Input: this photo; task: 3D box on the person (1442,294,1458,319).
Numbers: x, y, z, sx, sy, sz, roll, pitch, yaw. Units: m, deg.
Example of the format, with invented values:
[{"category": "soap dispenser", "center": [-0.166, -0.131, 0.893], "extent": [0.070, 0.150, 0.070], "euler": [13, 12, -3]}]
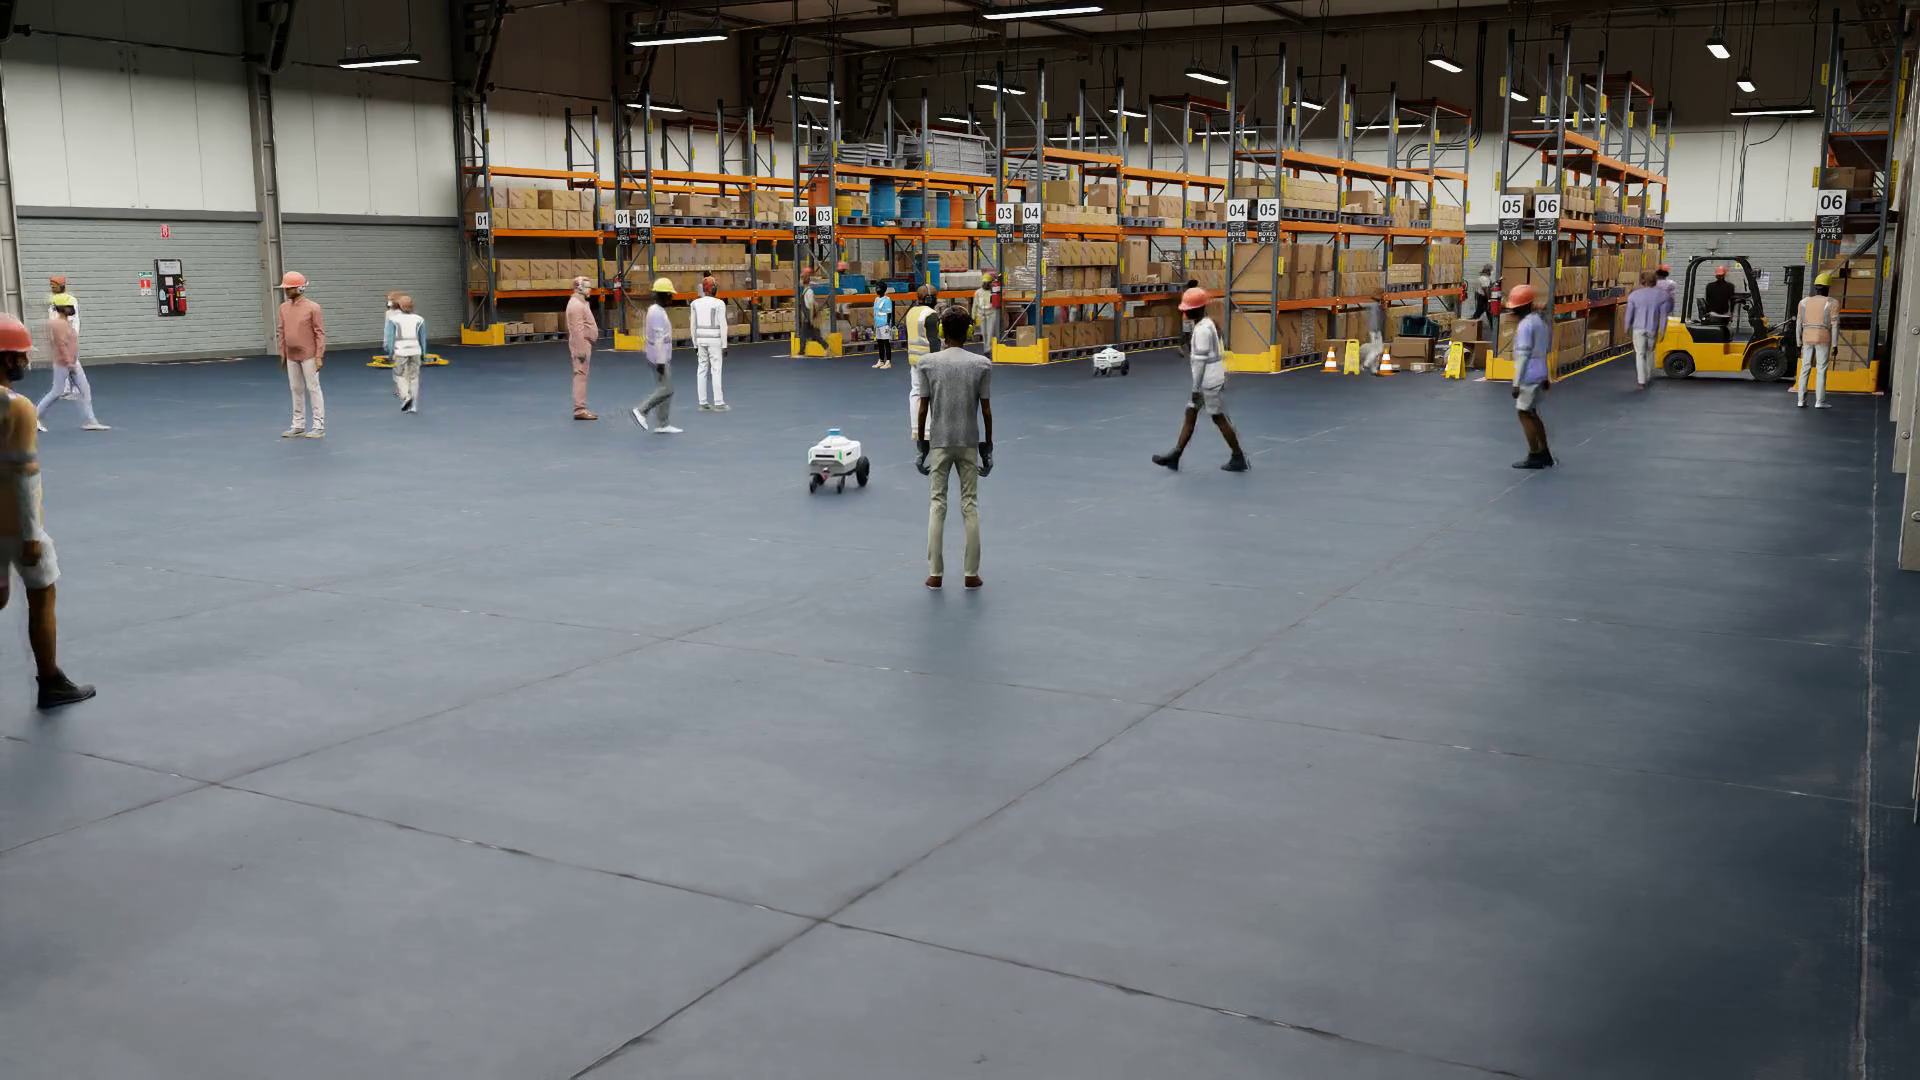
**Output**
[{"category": "person", "center": [13.484, -6.554, 45.937], "extent": [0.971, 1.788, 0.653], "euler": [5, 11, 25]}]

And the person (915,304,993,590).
[{"category": "person", "center": [-0.040, -0.597, 10.870], "extent": [0.516, 1.865, 0.312], "euler": [0, 10, -1]}]

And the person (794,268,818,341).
[{"category": "person", "center": [-3.755, -5.789, 41.216], "extent": [0.545, 1.902, 0.988], "euler": [7, 12, 34]}]

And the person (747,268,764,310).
[{"category": "person", "center": [-5.624, -6.617, 46.093], "extent": [0.595, 1.868, 0.994], "euler": [5, 11, 29]}]

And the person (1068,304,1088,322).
[{"category": "person", "center": [2.828, -5.539, 40.190], "extent": [0.517, 1.710, 0.762], "euler": [3, 10, 20]}]

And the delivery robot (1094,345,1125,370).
[{"category": "delivery robot", "center": [2.720, -3.302, 30.239], "extent": [0.477, 0.478, 0.707], "euler": [6, 11, 30]}]

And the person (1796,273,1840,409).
[{"category": "person", "center": [12.284, -2.844, 23.818], "extent": [0.367, 1.926, 0.594], "euler": [-8, 13, -39]}]

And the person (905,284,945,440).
[{"category": "person", "center": [-0.394, -2.080, 19.598], "extent": [0.430, 1.845, 0.621], "euler": [-6, 11, -29]}]

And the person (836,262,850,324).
[{"category": "person", "center": [-3.139, -6.211, 43.264], "extent": [0.644, 2.013, 0.854], "euler": [6, 11, 30]}]

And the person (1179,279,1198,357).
[{"category": "person", "center": [4.953, -4.736, 35.583], "extent": [0.391, 1.696, 0.560], "euler": [-8, 13, -40]}]

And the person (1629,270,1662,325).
[{"category": "person", "center": [14.281, -4.684, 34.681], "extent": [0.669, 1.892, 0.485], "euler": [5, 11, 28]}]

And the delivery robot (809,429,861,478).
[{"category": "delivery robot", "center": [-1.170, -0.796, 15.570], "extent": [0.477, 0.478, 0.707], "euler": [2, 10, 11]}]

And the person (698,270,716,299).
[{"category": "person", "center": [-5.694, -5.171, 37.630], "extent": [0.534, 1.864, 0.309], "euler": [5, 11, 29]}]

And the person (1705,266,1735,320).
[{"category": "person", "center": [16.978, -5.140, 37.163], "extent": [0.622, 1.968, 0.895], "euler": [6, 12, 33]}]

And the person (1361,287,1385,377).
[{"category": "person", "center": [7.491, -3.730, 29.880], "extent": [0.359, 1.622, 0.519], "euler": [3, 10, 16]}]

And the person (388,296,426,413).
[{"category": "person", "center": [-7.660, -2.568, 23.059], "extent": [0.545, 1.623, 0.367], "euler": [-7, 12, -35]}]

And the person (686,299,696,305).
[{"category": "person", "center": [-6.736, -5.970, 42.516], "extent": [0.624, 1.828, 0.420], "euler": [5, 11, 25]}]

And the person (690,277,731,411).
[{"category": "person", "center": [-3.511, -2.743, 23.364], "extent": [0.575, 1.882, 0.359], "euler": [5, 11, 26]}]

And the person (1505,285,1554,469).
[{"category": "person", "center": [5.819, -1.664, 17.026], "extent": [0.501, 1.888, 0.627], "euler": [6, 11, 31]}]

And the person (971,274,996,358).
[{"category": "person", "center": [0.543, -4.780, 35.576], "extent": [0.625, 1.780, 0.932], "euler": [3, 10, 18]}]

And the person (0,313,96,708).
[{"category": "person", "center": [-4.541, -0.096, 7.779], "extent": [0.549, 1.919, 0.771], "euler": [5, 11, 25]}]

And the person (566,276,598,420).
[{"category": "person", "center": [-5.028, -2.557, 22.210], "extent": [0.403, 1.904, 0.651], "euler": [-2, 10, -10]}]

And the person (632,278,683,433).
[{"category": "person", "center": [-3.692, -2.239, 20.318], "extent": [0.520, 1.909, 0.600], "euler": [-1, 10, -4]}]

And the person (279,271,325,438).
[{"category": "person", "center": [-7.896, -2.211, 19.927], "extent": [0.614, 1.990, 0.392], "euler": [4, 10, 20]}]

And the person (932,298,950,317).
[{"category": "person", "center": [-0.515, -6.272, 44.732], "extent": [0.511, 1.641, 0.309], "euler": [1, 10, 8]}]

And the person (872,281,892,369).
[{"category": "person", "center": [-1.502, -4.134, 32.050], "extent": [0.317, 1.695, 0.540], "euler": [-6, 11, -32]}]

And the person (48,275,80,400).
[{"category": "person", "center": [-13.608, -3.068, 25.254], "extent": [0.572, 1.887, 0.356], "euler": [5, 11, 26]}]

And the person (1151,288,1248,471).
[{"category": "person", "center": [2.462, -1.607, 16.773], "extent": [0.980, 1.857, 0.612], "euler": [1, 10, 5]}]

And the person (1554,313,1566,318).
[{"category": "person", "center": [15.994, -6.342, 44.678], "extent": [0.953, 1.791, 0.586], "euler": [2, 10, 12]}]

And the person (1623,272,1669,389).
[{"category": "person", "center": [11.303, -3.457, 27.491], "extent": [0.639, 1.900, 0.942], "euler": [2, 10, 10]}]

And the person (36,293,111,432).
[{"category": "person", "center": [-11.145, -2.201, 20.634], "extent": [0.866, 1.729, 0.523], "euler": [-1, 10, -8]}]

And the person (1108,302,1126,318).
[{"category": "person", "center": [4.522, -6.909, 47.733], "extent": [0.654, 1.884, 0.995], "euler": [5, 11, 27]}]

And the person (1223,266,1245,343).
[{"category": "person", "center": [6.796, -5.788, 41.044], "extent": [0.372, 1.934, 0.627], "euler": [-9, 13, -43]}]

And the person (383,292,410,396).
[{"category": "person", "center": [-8.818, -3.049, 25.910], "extent": [0.534, 1.612, 0.586], "euler": [7, 12, 35]}]

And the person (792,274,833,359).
[{"category": "person", "center": [-3.149, -4.764, 35.434], "extent": [0.844, 1.815, 0.516], "euler": [-2, 10, -9]}]

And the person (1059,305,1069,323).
[{"category": "person", "center": [2.839, -6.217, 44.115], "extent": [0.531, 1.740, 0.761], "euler": [6, 11, 30]}]

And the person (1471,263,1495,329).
[{"category": "person", "center": [14.569, -6.691, 46.013], "extent": [1.023, 2.000, 0.683], "euler": [4, 11, 25]}]

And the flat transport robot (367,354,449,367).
[{"category": "flat transport robot", "center": [-10.856, -3.532, 32.693], "extent": [0.652, 0.197, 1.431], "euler": [7, 12, 35]}]

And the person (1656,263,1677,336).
[{"category": "person", "center": [15.530, -5.124, 36.902], "extent": [0.611, 2.024, 0.757], "euler": [5, 11, 28]}]
